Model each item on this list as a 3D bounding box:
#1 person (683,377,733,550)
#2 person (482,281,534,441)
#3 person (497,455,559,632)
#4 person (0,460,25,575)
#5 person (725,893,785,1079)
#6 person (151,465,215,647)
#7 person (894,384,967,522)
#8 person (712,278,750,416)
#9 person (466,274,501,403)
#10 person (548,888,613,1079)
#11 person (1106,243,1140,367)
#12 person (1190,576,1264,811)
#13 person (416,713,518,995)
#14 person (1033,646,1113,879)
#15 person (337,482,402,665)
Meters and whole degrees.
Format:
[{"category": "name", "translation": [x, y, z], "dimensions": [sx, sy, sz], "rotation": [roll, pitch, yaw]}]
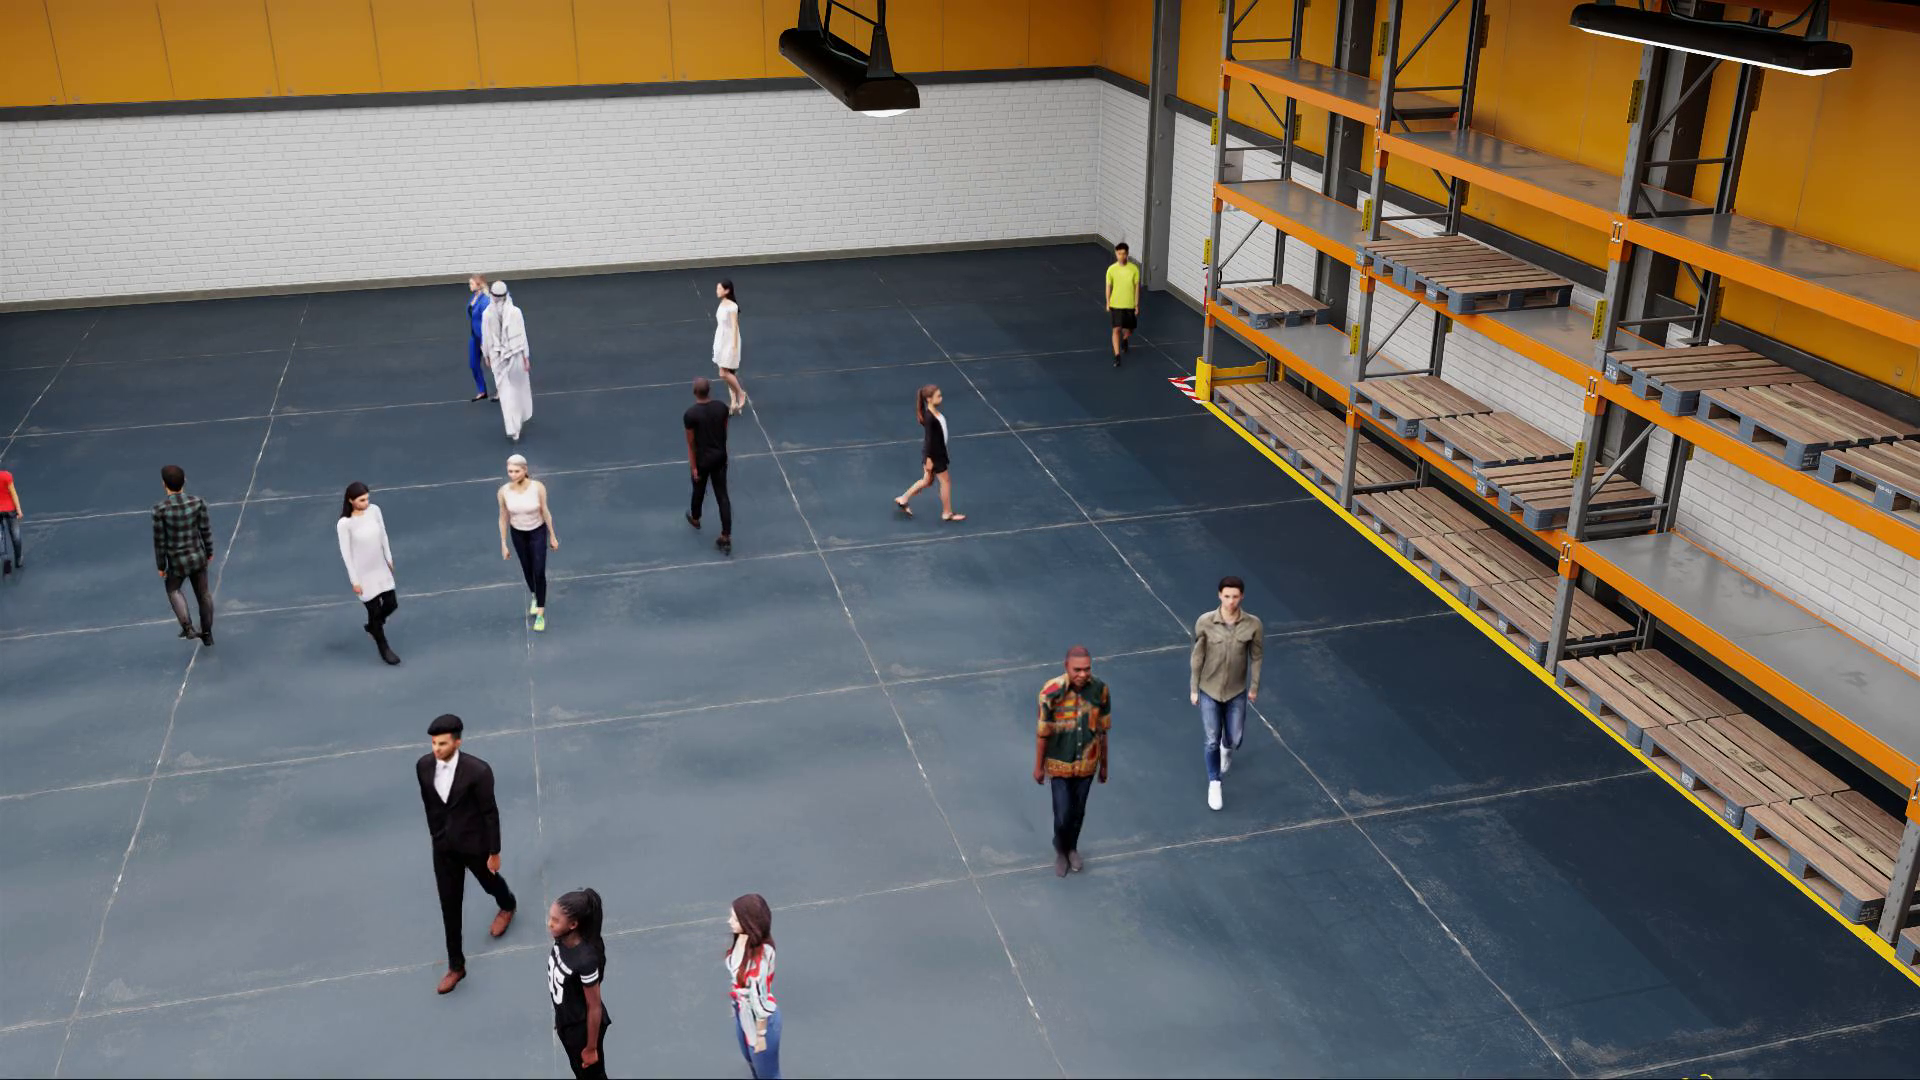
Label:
[{"category": "person", "translation": [-2.533, -0.755, 17.110], "dimensions": [0.903, 1.769, 1.277], "rotation": [-13, 27, -28]}, {"category": "person", "translation": [-5.470, -2.140, 20.123], "dimensions": [0.753, 1.894, 1.184], "rotation": [-5, 24, -10]}, {"category": "person", "translation": [-4.040, -0.047, 15.617], "dimensions": [0.760, 1.669, 1.070], "rotation": [-2, 24, -5]}, {"category": "person", "translation": [-9.570, -0.269, 16.593], "dimensions": [0.550, 1.293, 0.780], "rotation": [-10, 25, -21]}, {"category": "person", "translation": [-1.140, 2.693, 9.422], "dimensions": [0.687, 1.609, 0.500], "rotation": [-11, 26, -23]}, {"category": "person", "translation": [-6.883, 0.171, 14.807], "dimensions": [0.806, 1.704, 0.780], "rotation": [-20, 31, -39]}, {"category": "person", "translation": [-0.355, -0.926, 17.802], "dimensions": [0.839, 1.530, 1.011], "rotation": [2, 24, 5]}, {"category": "person", "translation": [-2.825, -2.429, 20.943], "dimensions": [0.759, 1.768, 0.700], "rotation": [-12, 26, -25]}, {"category": "person", "translation": [-6.034, -2.607, 21.455], "dimensions": [0.879, 1.683, 0.823], "rotation": [-21, 31, -39]}, {"category": "person", "translation": [-2.116, 2.697, 9.266], "dimensions": [0.753, 1.728, 0.638], "rotation": [-17, 29, -33]}, {"category": "person", "translation": [2.247, -3.284, 23.004], "dimensions": [0.762, 1.682, 1.020], "rotation": [0, 24, 0]}, {"category": "person", "translation": [2.016, 1.110, 12.744], "dimensions": [0.890, 1.849, 1.040], "rotation": [2, 24, 5]}, {"category": "person", "translation": [-3.186, 1.932, 10.873], "dimensions": [1.073, 1.842, 1.320], "rotation": [5, 24, 12]}, {"category": "person", "translation": [0.773, 1.526, 11.862], "dimensions": [0.684, 1.794, 0.648], "rotation": [-7, 24, -15]}, {"category": "person", "translation": [-5.284, 0.273, 14.744], "dimensions": [0.929, 1.782, 0.863], "rotation": [15, 28, 30]}]
